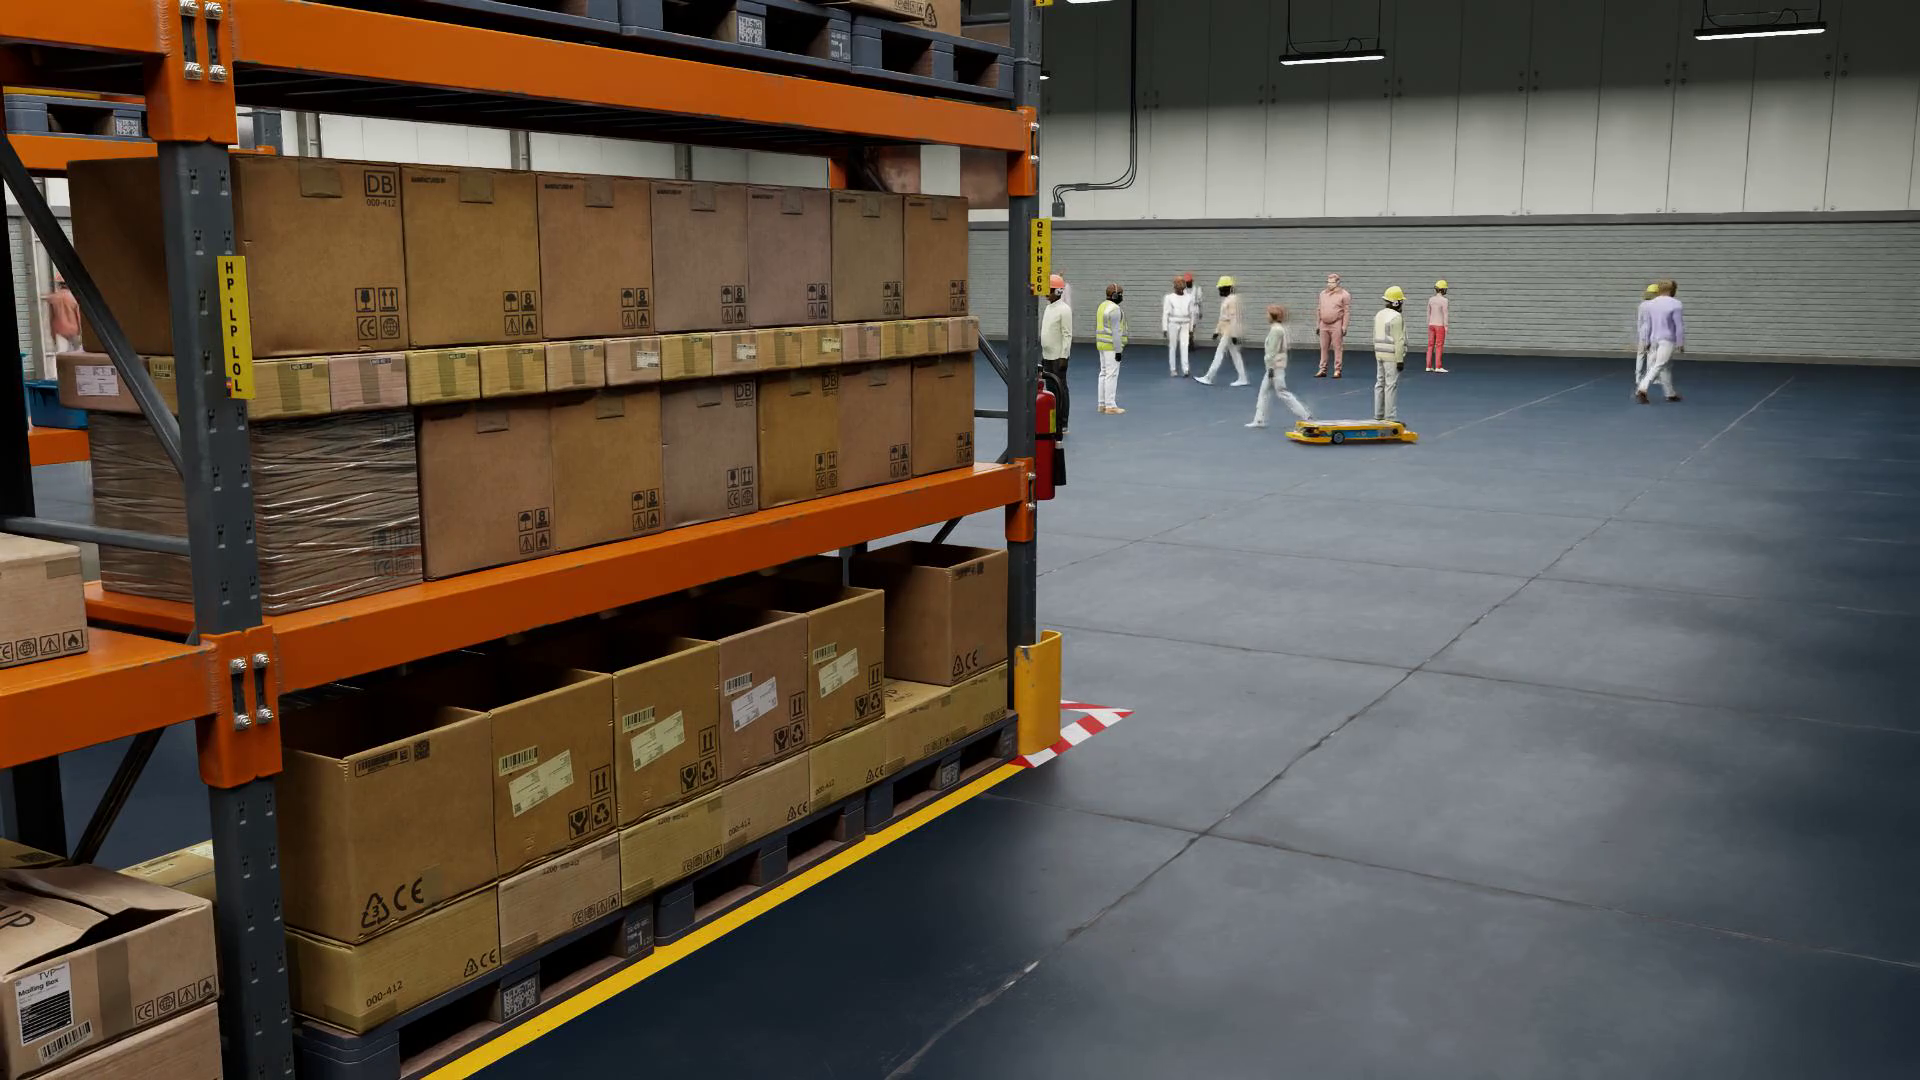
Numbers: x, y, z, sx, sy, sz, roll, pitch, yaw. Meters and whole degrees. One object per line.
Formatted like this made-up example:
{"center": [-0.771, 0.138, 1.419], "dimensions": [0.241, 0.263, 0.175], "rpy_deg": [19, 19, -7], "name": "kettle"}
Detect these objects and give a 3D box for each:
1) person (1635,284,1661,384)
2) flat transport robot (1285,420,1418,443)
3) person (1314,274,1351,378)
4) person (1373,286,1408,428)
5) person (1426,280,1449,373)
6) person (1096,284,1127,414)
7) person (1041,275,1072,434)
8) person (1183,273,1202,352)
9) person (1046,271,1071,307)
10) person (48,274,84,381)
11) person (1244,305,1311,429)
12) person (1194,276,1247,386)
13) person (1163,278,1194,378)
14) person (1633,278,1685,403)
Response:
{"center": [12.084, -3.601, 29.115], "dimensions": [0.305, 1.738, 0.484], "rpy_deg": [-5, 11, -26], "name": "person"}
{"center": [4.710, -1.318, 20.028], "dimensions": [1.431, 0.197, 0.652], "rpy_deg": [-2, 10, -13], "name": "flat transport robot"}
{"center": [6.798, -3.910, 30.441], "dimensions": [0.638, 1.903, 0.408], "rpy_deg": [8, 13, 39], "name": "person"}
{"center": [5.621, -2.381, 21.683], "dimensions": [0.403, 1.835, 0.586], "rpy_deg": [-3, 10, -16], "name": "person"}
{"center": [9.188, -4.094, 31.915], "dimensions": [0.327, 1.767, 0.533], "rpy_deg": [-5, 11, -26], "name": "person"}
{"center": [2.156, -2.704, 23.588], "dimensions": [0.429, 1.836, 0.628], "rpy_deg": [-2, 10, -14], "name": "person"}
{"center": [1.181, -2.307, 20.782], "dimensions": [0.377, 1.995, 0.608], "rpy_deg": [-4, 11, -24], "name": "person"}
{"center": [5.362, -5.303, 38.781], "dimensions": [0.552, 1.855, 1.071], "rpy_deg": [3, 10, 18], "name": "person"}
{"center": [2.320, -5.505, 39.898], "dimensions": [0.669, 1.850, 0.980], "rpy_deg": [5, 11, 28], "name": "person"}
{"center": [-14.966, -3.491, 27.828], "dimensions": [0.620, 1.965, 0.915], "rpy_deg": [0, 10, -2], "name": "person"}
{"center": [4.139, -2.231, 21.480], "dimensions": [0.811, 1.609, 0.524], "rpy_deg": [2, 10, 13], "name": "person"}
{"center": [4.498, -3.559, 28.460], "dimensions": [0.974, 1.878, 0.613], "rpy_deg": [1, 10, 4], "name": "person"}
{"center": [4.018, -3.895, 30.560], "dimensions": [0.601, 1.830, 1.004], "rpy_deg": [-1, 10, -5], "name": "person"}
{"center": [10.639, -3.013, 25.215], "dimensions": [0.991, 1.902, 0.645], "rpy_deg": [-4, 10, -21], "name": "person"}
